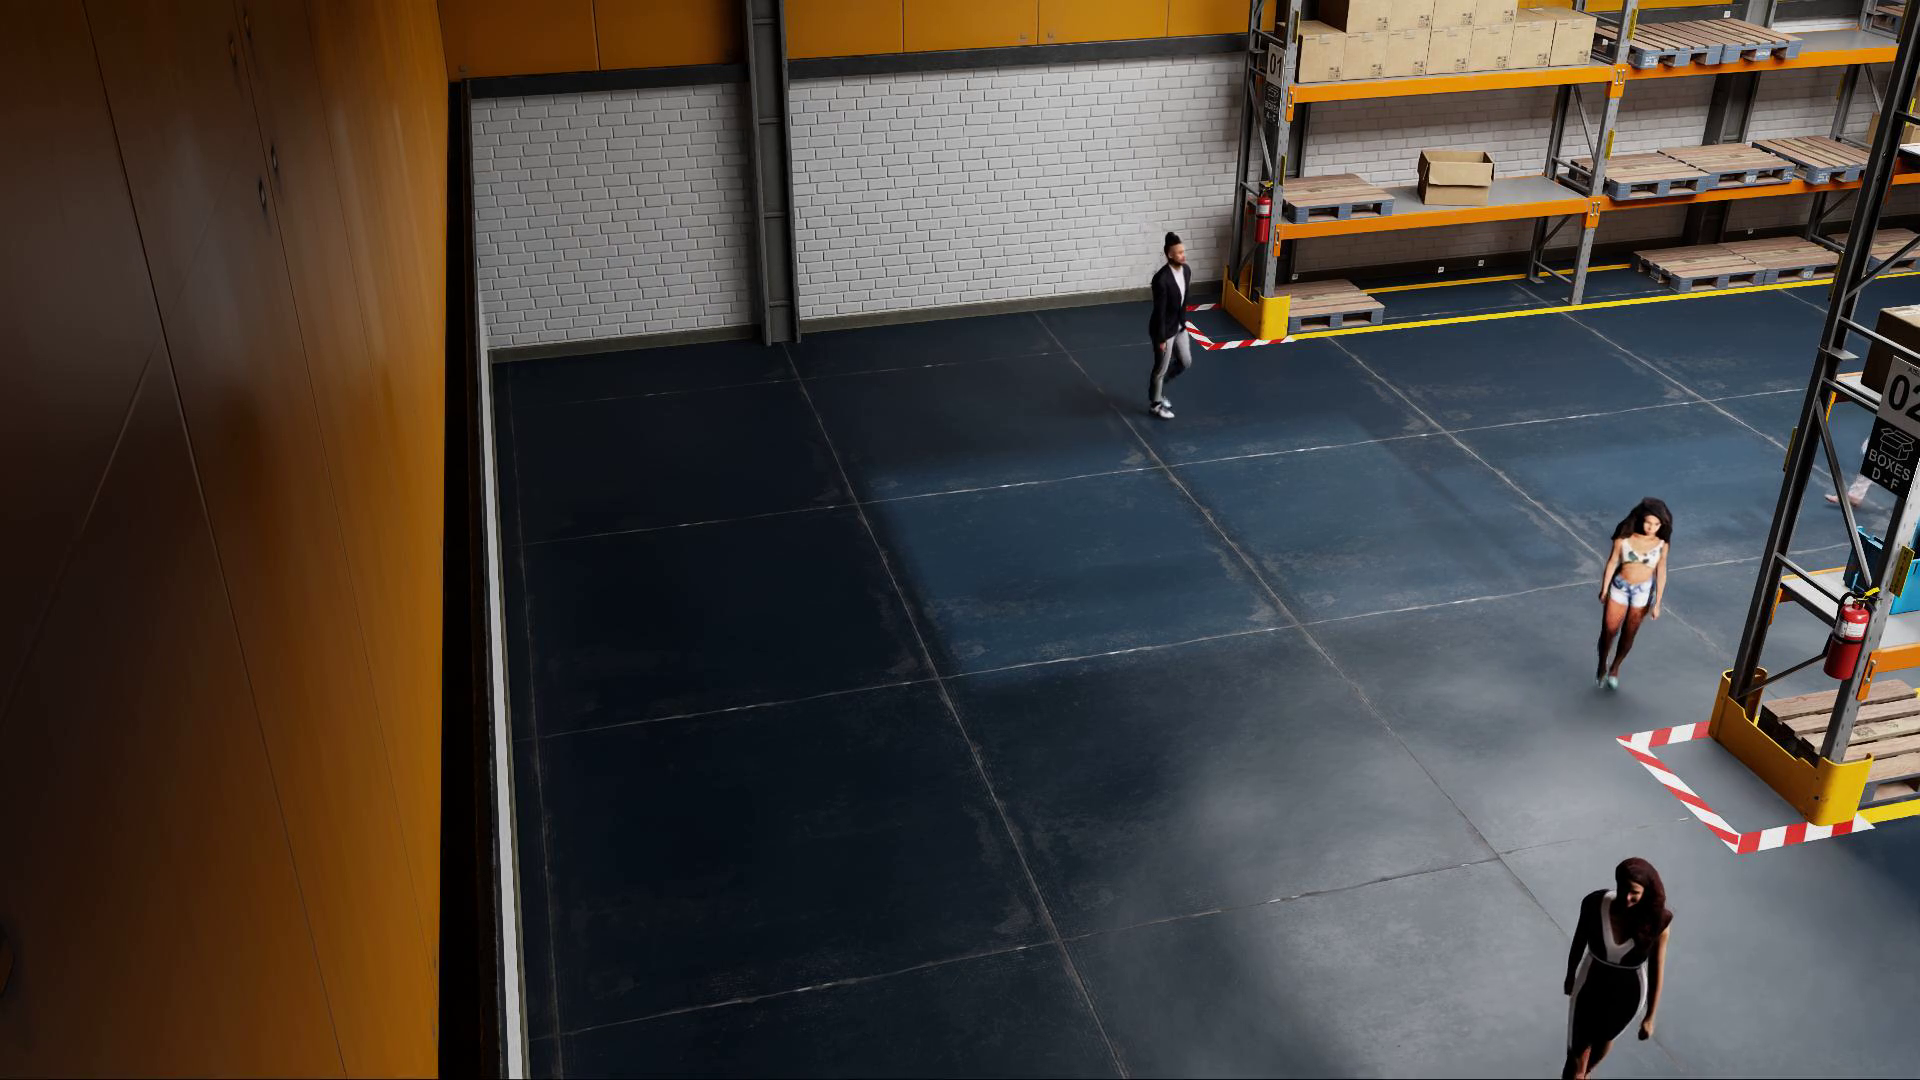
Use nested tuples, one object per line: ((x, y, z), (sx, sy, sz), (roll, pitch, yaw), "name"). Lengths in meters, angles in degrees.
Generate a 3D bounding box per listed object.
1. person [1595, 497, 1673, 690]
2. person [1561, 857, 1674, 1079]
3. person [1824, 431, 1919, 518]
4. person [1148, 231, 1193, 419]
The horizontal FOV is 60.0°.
((4.936, 0.379, 12.248), (0.694, 1.600, 0.760), (8, 30, 14), "person")
((3.340, 2.302, 8.552), (1.077, 1.763, 1.081), (12, 31, 20), "person")
((8.367, -1.031, 14.561), (1.294, 1.861, 1.059), (7, 29, 12), "person")
((1.993, -2.159, 16.546), (0.935, 1.940, 0.833), (25, 37, 37), "person")
